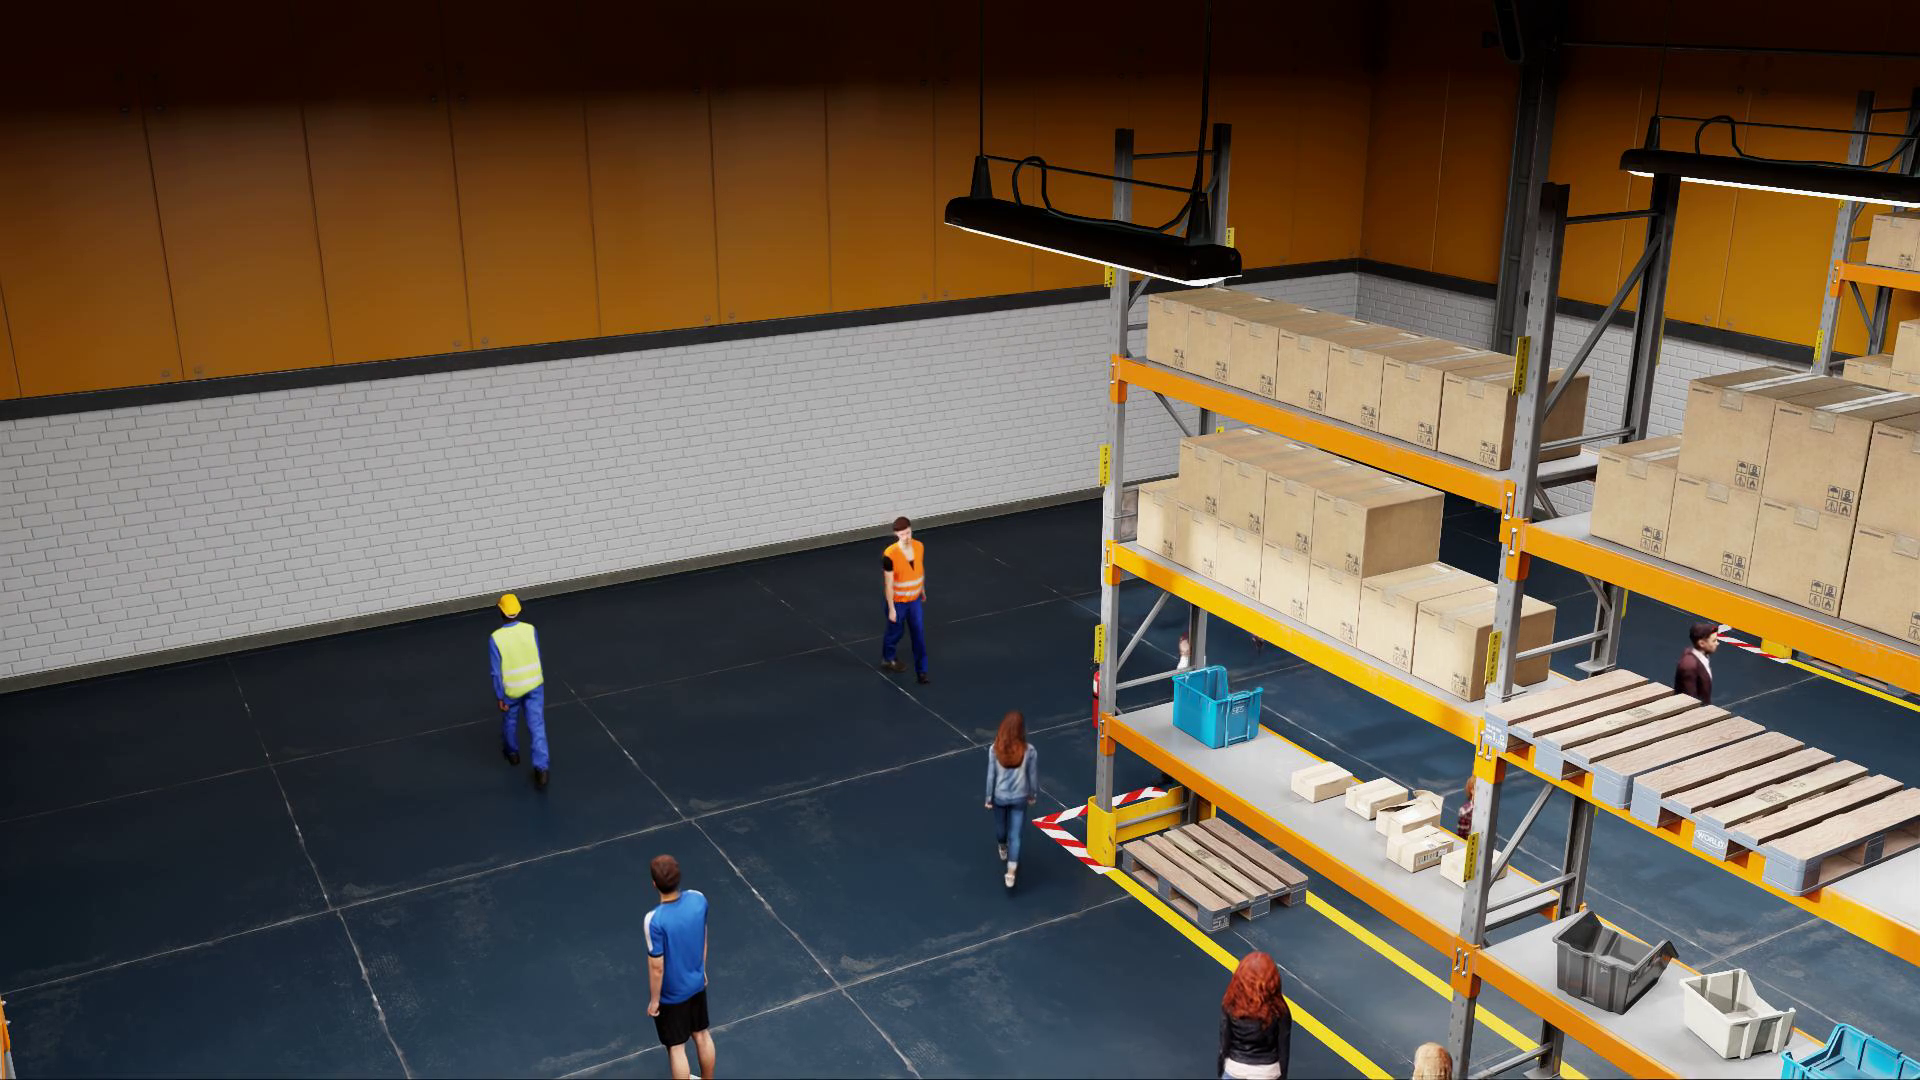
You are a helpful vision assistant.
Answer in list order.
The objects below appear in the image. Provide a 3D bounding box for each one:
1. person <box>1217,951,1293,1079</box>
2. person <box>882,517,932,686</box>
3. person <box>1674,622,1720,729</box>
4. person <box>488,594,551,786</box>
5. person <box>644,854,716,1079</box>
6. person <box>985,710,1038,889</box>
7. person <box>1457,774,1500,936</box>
[{"bbox_3d":[1.708,3.196,9.748,0.649,1.787,0.718,6,20,17],"label":"person"},{"bbox_3d":[-0.626,0.600,17.404,0.783,1.821,1.187,-14,23,-35],"label":"person"},{"bbox_3d":[6.228,1.584,14.496,1.310,1.812,1.091,11,21,29],"label":"person"},{"bbox_3d":[-3.968,1.388,15.145,0.676,1.769,1.188,-10,21,-27],"label":"person"},{"bbox_3d":[-1.792,2.850,10.649,0.717,1.867,0.723,14,23,35],"label":"person"},{"bbox_3d":[0.420,2.119,13.483,0.915,1.445,1.078,0,19,1],"label":"person"},{"bbox_3d":[3.980,2.383,12.933,0.564,1.295,0.803,-8,20,-22],"label":"person"}]
